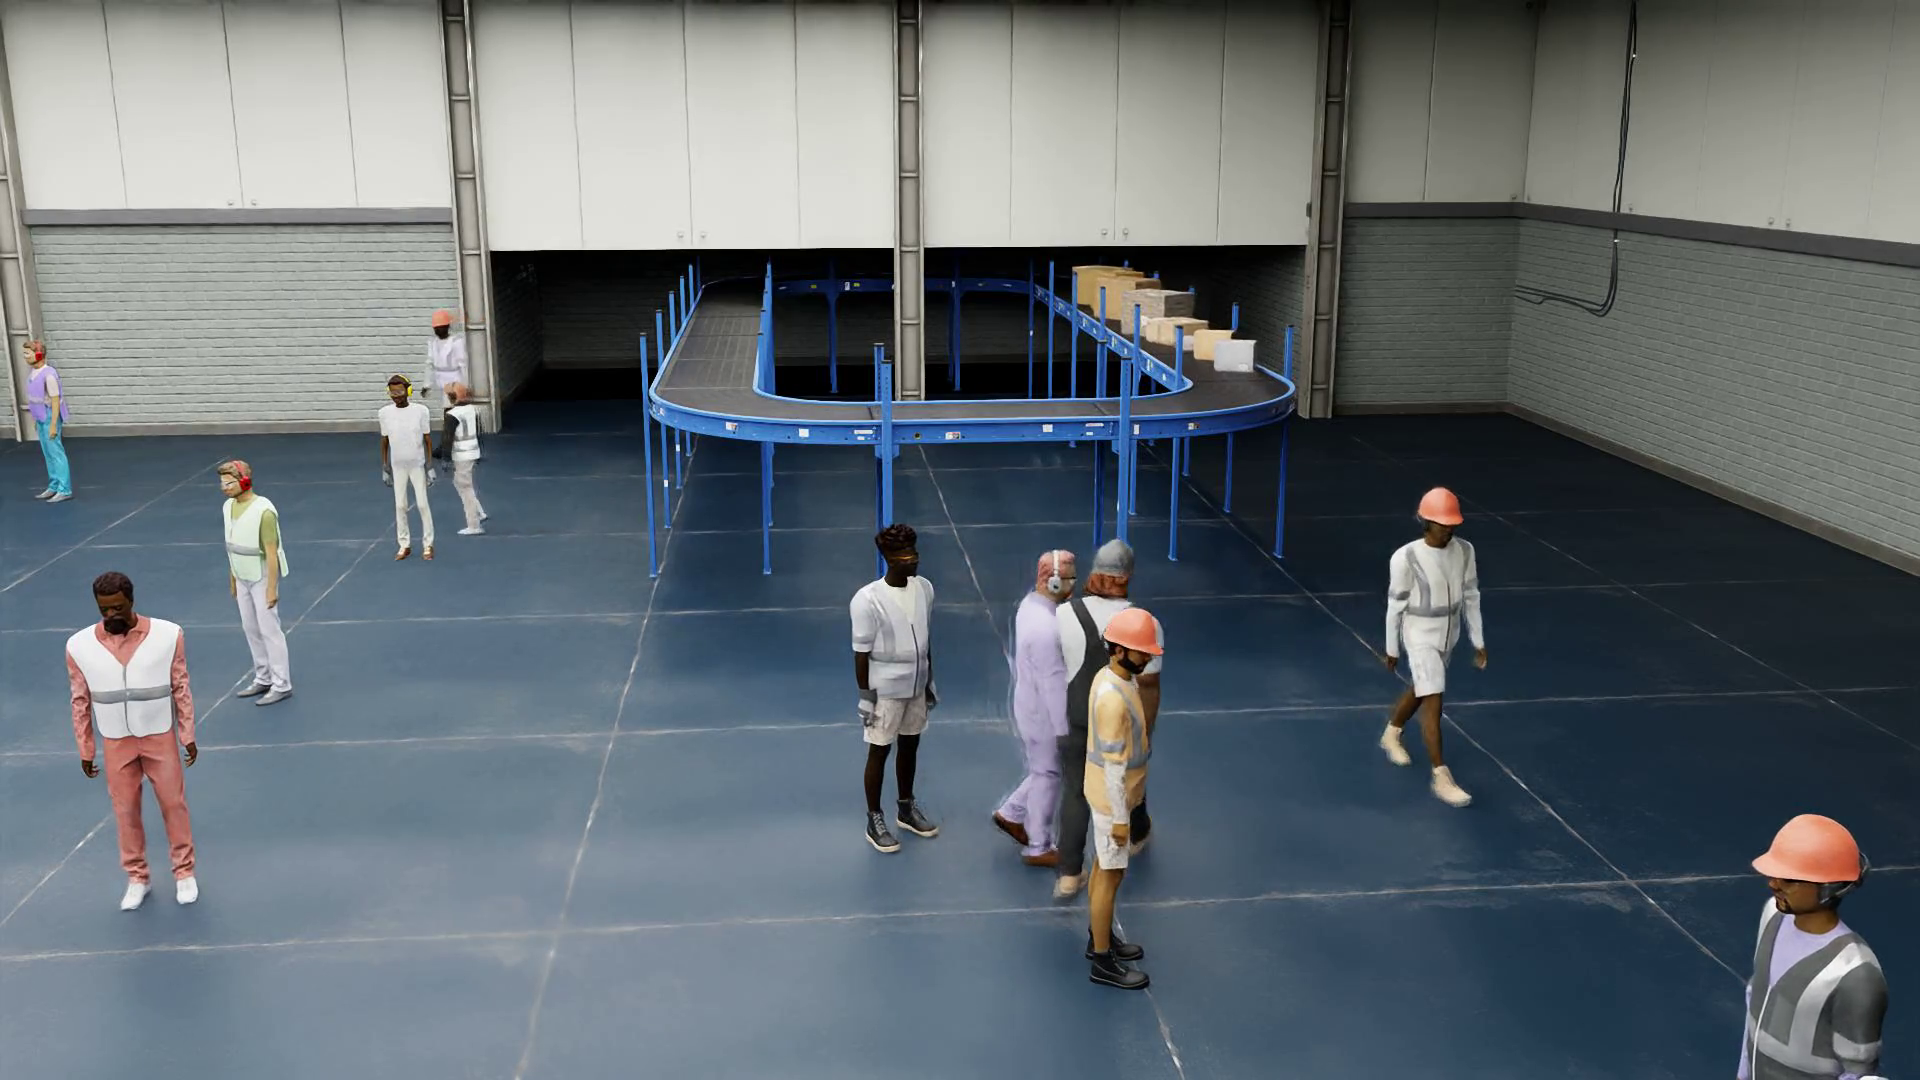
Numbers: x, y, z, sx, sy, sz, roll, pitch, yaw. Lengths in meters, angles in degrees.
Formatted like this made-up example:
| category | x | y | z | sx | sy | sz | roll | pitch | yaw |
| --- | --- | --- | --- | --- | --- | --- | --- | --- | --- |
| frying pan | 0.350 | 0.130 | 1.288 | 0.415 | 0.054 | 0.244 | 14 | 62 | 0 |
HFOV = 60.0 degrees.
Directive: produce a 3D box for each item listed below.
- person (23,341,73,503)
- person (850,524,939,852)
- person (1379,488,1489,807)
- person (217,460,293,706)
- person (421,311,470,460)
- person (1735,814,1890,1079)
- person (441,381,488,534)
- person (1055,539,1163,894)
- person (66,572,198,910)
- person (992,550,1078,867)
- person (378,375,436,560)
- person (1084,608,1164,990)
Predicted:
| category | x | y | z | sx | sy | sz | roll | pitch | yaw |
| --- | --- | --- | --- | --- | --- | --- | --- | --- | --- |
| person | -10.386 | -1.351 | 18.951 | 0.563 | 1.847 | 0.389 | 13 | 19 | 42 |
| person | -0.359 | 0.858 | 9.875 | 0.633 | 1.963 | 0.372 | -13 | 19 | -43 |
| person | 3.037 | 0.622 | 10.766 | 0.609 | 2.000 | 1.041 | -7 | 16 | -25 |
| person | -5.237 | 0.303 | 12.373 | 0.571 | 1.832 | 0.404 | 10 | 17 | 34 |
| person | -6.670 | -2.000 | 21.462 | 0.554 | 1.886 | 0.982 | 9 | 16 | 31 |
| person | 2.787 | 1.886 | 5.603 | 0.395 | 2.044 | 0.609 | -1 | 14 | -3 |
| person | -5.211 | -0.853 | 17.425 | 0.394 | 1.624 | 0.519 | 2 | 14 | 7 |
| person | 0.825 | 0.932 | 9.424 | 0.680 | 2.000 | 1.007 | 4 | 15 | 17 |
| person | -4.508 | 1.081 | 9.108 | 0.599 | 1.908 | 0.403 | -5 | 15 | -20 |
| person | 0.489 | 0.978 | 9.556 | 0.441 | 1.892 | 0.642 | 1 | 14 | 3 |
| person | -5.433 | -0.712 | 16.392 | 0.518 | 1.859 | 0.333 | -1 | 14 | -5 |
| person | 0.804 | 1.271 | 8.297 | 0.374 | 1.929 | 0.542 | 1 | 14 | 4 |
